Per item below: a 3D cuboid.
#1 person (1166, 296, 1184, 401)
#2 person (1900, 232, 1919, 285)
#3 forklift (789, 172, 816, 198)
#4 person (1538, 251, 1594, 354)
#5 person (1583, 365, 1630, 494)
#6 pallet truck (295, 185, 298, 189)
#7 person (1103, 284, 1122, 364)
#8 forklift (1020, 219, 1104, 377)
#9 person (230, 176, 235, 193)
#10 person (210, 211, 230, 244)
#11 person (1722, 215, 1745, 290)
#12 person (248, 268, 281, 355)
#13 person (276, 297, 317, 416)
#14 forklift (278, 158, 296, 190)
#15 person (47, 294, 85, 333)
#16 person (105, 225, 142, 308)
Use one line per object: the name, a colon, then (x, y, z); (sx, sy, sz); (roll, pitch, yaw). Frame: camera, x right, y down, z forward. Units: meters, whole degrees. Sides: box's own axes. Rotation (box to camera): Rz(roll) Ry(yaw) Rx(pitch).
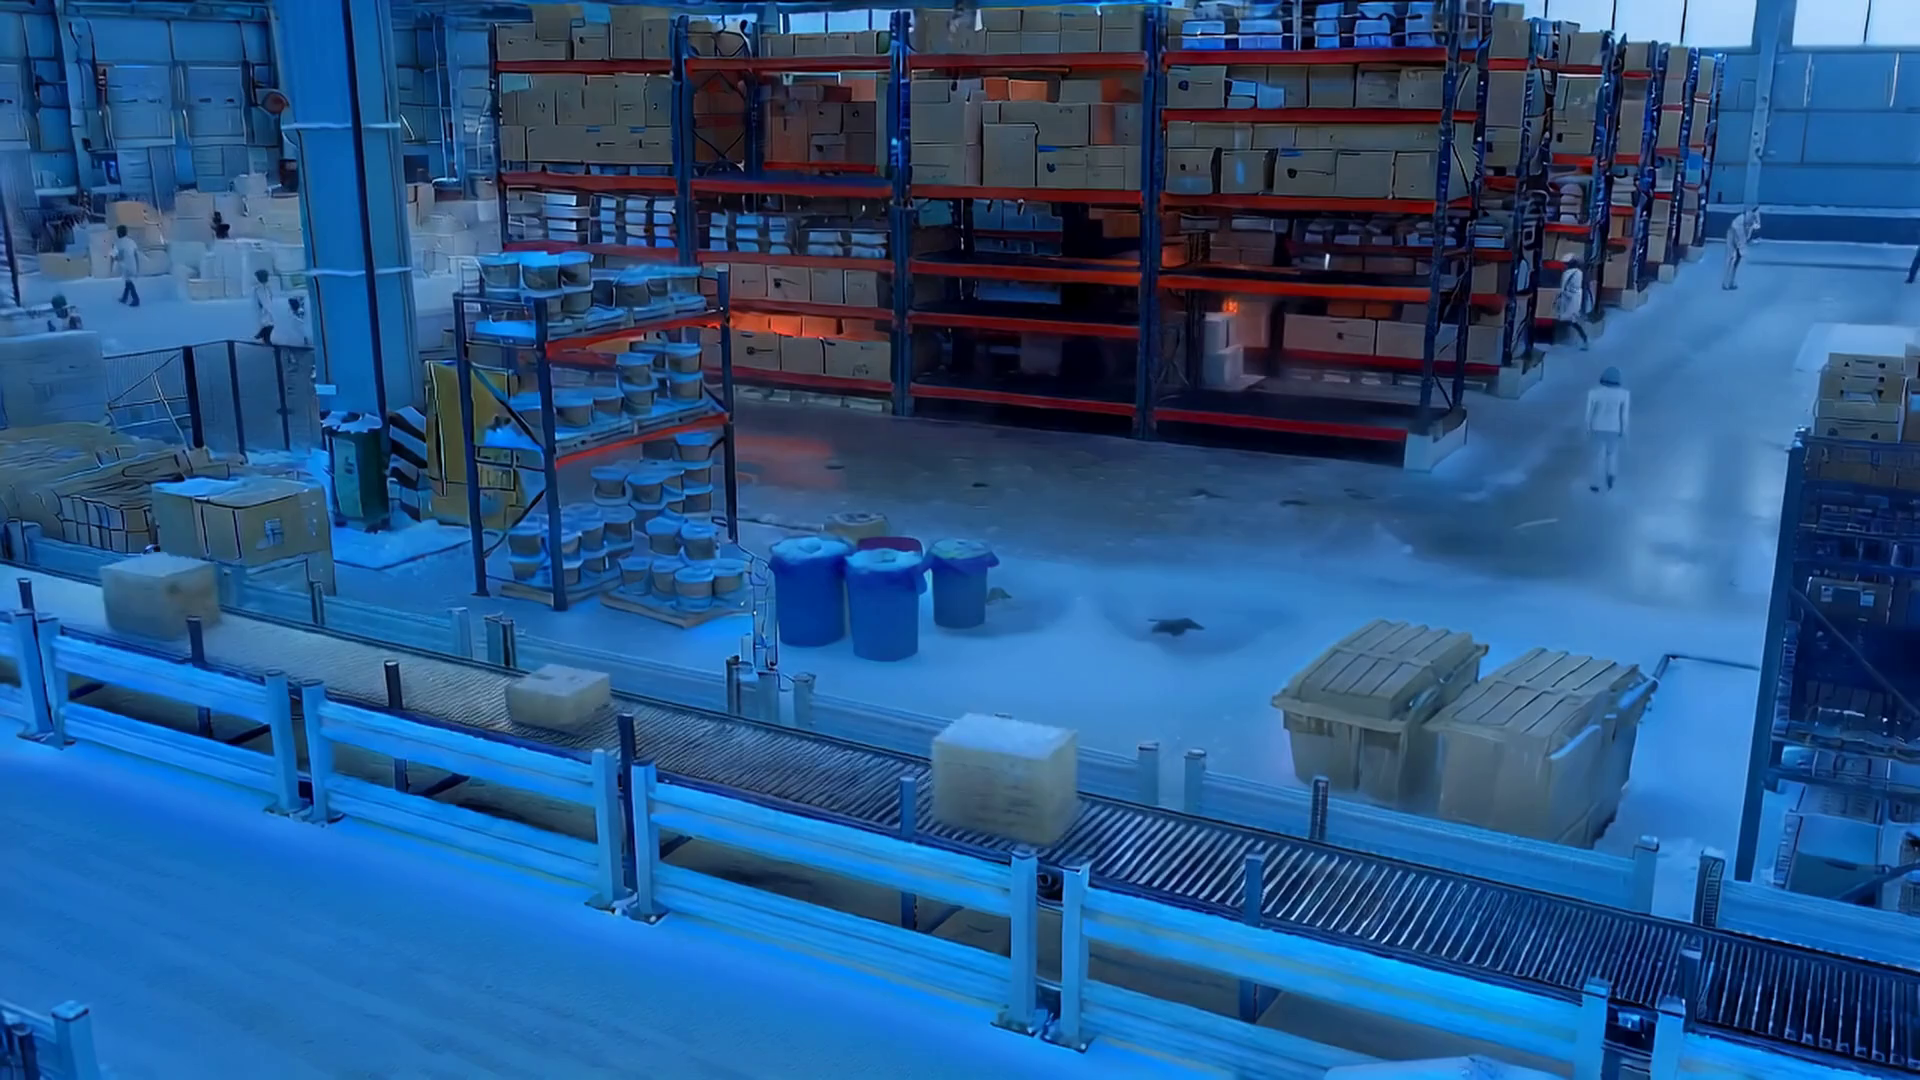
person: (3.473, -3.112, 27.064); (0.322, 1.698, 0.530); (-2, 15, -9)
person: (25.325, -7.591, 43.575); (0.852, 1.887, 0.599); (4, 15, 15)
forklift: (-5.072, -10.804, 53.713); (1.129, 2.768, 1.873); (8, 17, 28)
person: (11.749, -4.539, 31.905); (1.087, 1.994, 0.608); (1, 15, 4)
person: (7.991, -1.354, 20.599); (0.513, 1.612, 0.391); (4, 15, 13)
pallet truck: (-26.804, -14.617, 69.738); (1.885, 1.965, 0.823); (-14, 20, -42)
person: (2.533, -3.610, 28.529); (0.408, 1.913, 0.642); (-3, 15, -11)
forklift: (2.069, -3.999, 28.135); (1.873, 2.768, 1.129); (8, 17, 28)
person: (-30.879, -14.725, 70.931); (0.529, 1.579, 0.880); (5, 16, 19)
person: (-19.503, -7.715, 43.942); (0.393, 1.922, 0.589); (6, 16, 23)
person: (19.931, -7.386, 42.735); (0.652, 1.904, 0.403); (-11, 18, -35)
person: (-13.364, -4.363, 31.801); (0.540, 1.682, 0.540); (-2, 15, -7)
person: (-10.282, -2.864, 25.915); (1.036, 1.814, 0.507); (-13, 19, -39)
forklift: (-22.529, -11.525, 56.427); (1.873, 2.768, 1.129); (8, 17, 28)
person: (-13.574, -2.770, 25.317); (0.542, 1.939, 0.365); (-1, 15, -4)
person: (-19.669, -6.414, 39.049); (0.971, 1.911, 0.651); (6, 16, 21)
